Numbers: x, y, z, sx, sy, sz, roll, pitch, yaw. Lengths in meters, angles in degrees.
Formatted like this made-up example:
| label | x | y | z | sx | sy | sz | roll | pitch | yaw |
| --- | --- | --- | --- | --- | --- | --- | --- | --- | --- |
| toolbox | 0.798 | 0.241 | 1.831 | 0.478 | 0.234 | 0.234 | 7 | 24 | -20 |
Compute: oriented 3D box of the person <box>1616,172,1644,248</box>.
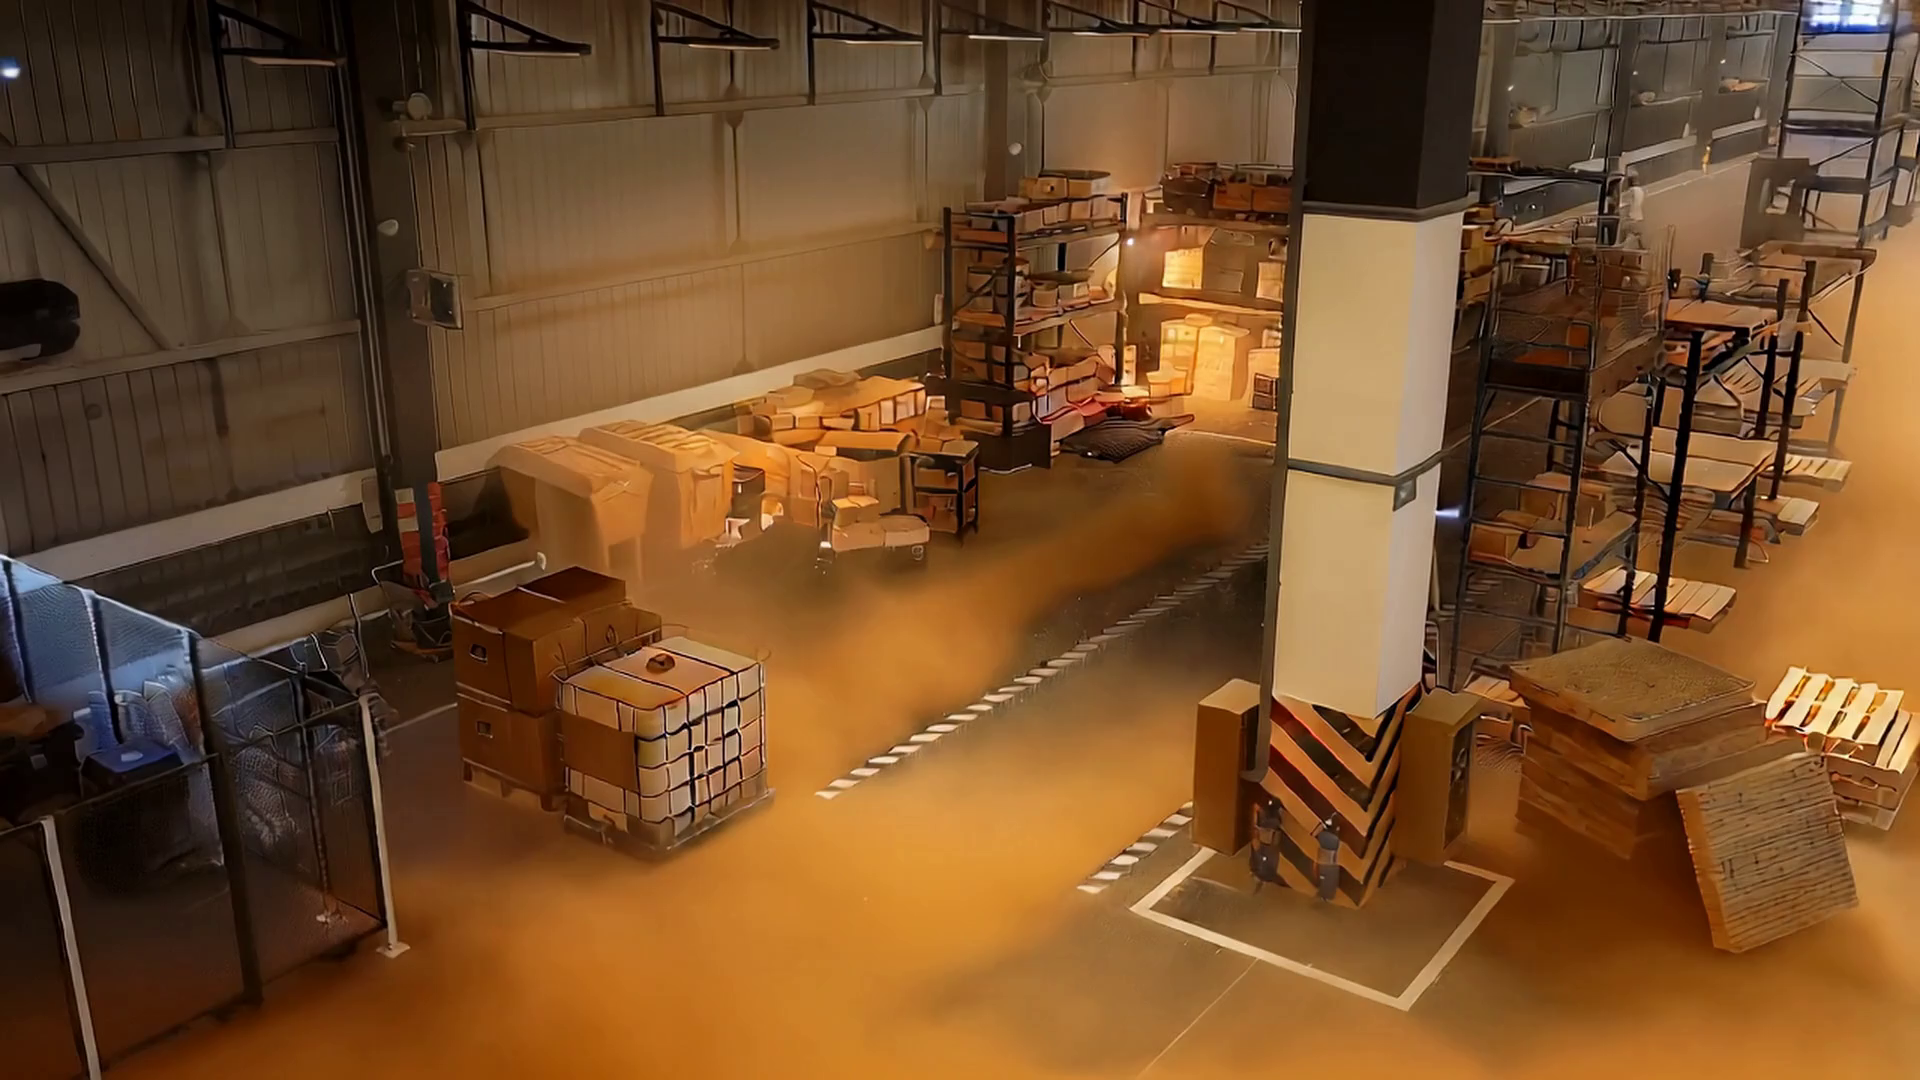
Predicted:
| label | x | y | z | sx | sy | sz | roll | pitch | yaw |
| --- | --- | --- | --- | --- | --- | --- | --- | --- | --- |
| person | 15.286 | -7.419 | 37.914 | 0.567 | 1.877 | 1.005 | -12 | 21 | -31 |

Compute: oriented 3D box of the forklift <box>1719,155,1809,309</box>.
| label | x | y | z | sx | sy | sz | roll | pitch | yaw |
| --- | --- | --- | --- | --- | --- | --- | --- | --- | --- |
| forklift | 15.313 | -5.828 | 31.456 | 1.129 | 2.768 | 1.873 | 13 | 22 | 34 |
